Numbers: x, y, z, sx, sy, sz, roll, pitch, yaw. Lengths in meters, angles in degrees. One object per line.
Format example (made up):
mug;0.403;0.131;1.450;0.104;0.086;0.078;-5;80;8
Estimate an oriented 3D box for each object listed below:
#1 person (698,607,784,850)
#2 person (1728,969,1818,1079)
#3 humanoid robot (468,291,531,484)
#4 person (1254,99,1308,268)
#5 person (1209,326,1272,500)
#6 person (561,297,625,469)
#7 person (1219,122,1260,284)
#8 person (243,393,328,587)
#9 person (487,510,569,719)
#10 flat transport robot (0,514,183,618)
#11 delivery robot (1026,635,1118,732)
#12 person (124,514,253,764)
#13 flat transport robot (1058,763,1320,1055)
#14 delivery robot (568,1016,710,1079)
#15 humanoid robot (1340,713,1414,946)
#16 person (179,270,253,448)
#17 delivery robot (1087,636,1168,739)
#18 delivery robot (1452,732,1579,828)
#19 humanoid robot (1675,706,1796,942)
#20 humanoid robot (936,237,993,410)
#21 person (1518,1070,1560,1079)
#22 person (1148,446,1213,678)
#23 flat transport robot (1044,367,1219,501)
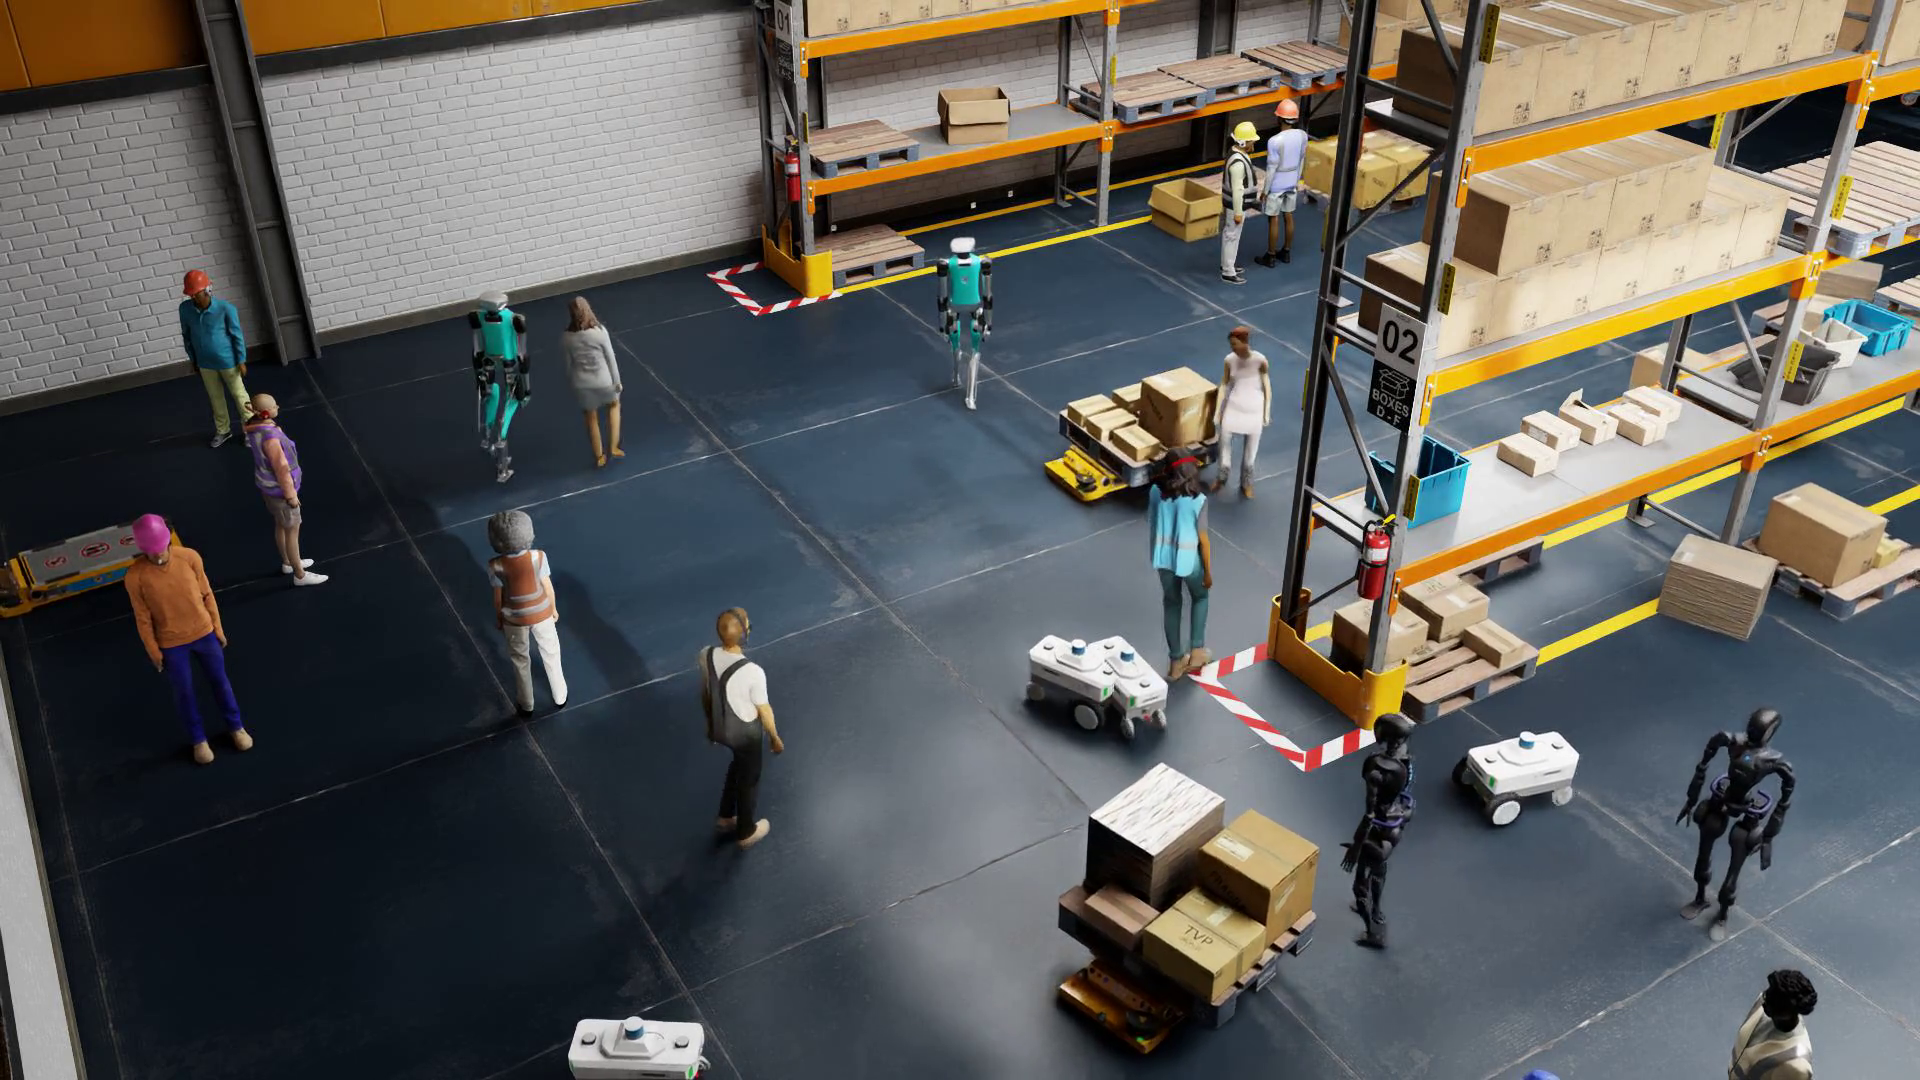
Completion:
person;-1.390;1.218;10.677;0.507;1.830;0.413;23;39;32
person;3.978;2.783;8.310;0.319;1.692;0.531;3;32;5
humanoid robot;-4.113;-1.258;14.725;0.537;1.782;0.777;6;33;9
person;3.660;-4.070;19.004;0.542;1.939;0.358;-18;36;-26
person;2.485;-1.127;14.600;0.499;1.640;0.324;10;33;15
person;-3.325;-1.428;15.053;0.502;1.643;0.384;-3;32;-5
person;3.126;-3.793;18.661;0.404;1.830;0.601;3;32;5
person;-5.468;-0.412;13.399;0.341;1.693;0.494;-22;38;-31
person;-3.097;0.532;11.897;0.433;1.688;0.301;-11;34;-18
flat transport robot;-7.213;0.203;13.761;1.431;0.231;0.659;-20;37;-29
delivery robot;0.876;1.012;12.211;0.807;0.606;0.499;21;38;30
person;-5.333;0.664;11.429;0.515;1.973;0.401;-23;39;-32
flat transport robot;1.319;2.495;10.106;0.659;0.231;1.431;27;41;36
delivery robot;-1.801;2.892;9.221;0.818;0.614;0.499;1;32;2
humanoid robot;2.523;1.718;10.018;0.325;1.652;0.584;20;37;28
person;-6.868;-1.674;15.355;0.558;1.751;0.324;2;32;3
delivery robot;1.196;1.031;12.185;0.499;0.610;0.788;-14;35;-21
delivery robot;3.802;1.568;11.308;0.792;0.589;0.499;-9;33;-14
humanoid robot;4.663;1.686;10.063;0.590;1.649;0.348;28;41;37
humanoid robot;0.037;-2.160;16.219;0.543;1.861;0.818;-1;32;-2
person;2.586;3.108;7.713;0.467;1.771;0.336;-22;38;-31
person;1.643;0.153;12.355;0.560;1.837;0.529;17;36;25
flat transport robot;1.551;-0.742;15.267;1.431;0.231;0.659;-17;36;-25
